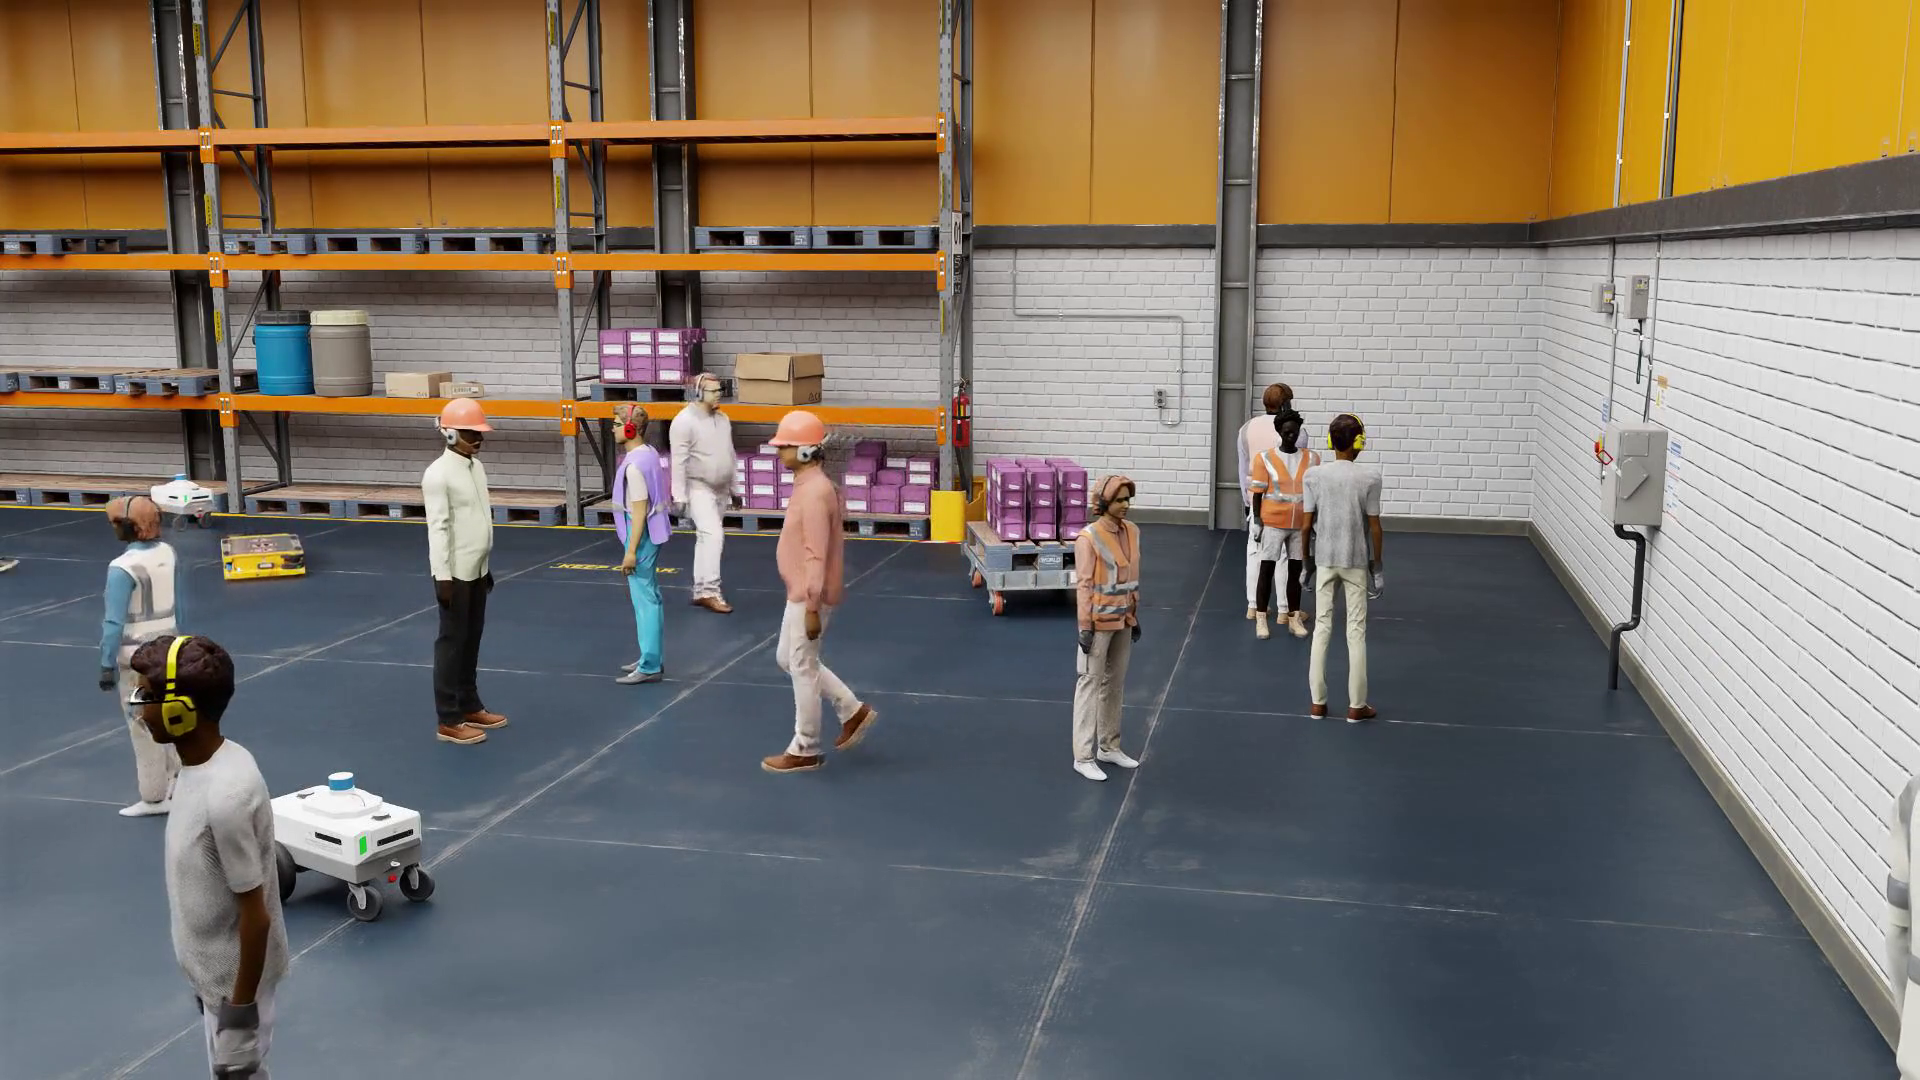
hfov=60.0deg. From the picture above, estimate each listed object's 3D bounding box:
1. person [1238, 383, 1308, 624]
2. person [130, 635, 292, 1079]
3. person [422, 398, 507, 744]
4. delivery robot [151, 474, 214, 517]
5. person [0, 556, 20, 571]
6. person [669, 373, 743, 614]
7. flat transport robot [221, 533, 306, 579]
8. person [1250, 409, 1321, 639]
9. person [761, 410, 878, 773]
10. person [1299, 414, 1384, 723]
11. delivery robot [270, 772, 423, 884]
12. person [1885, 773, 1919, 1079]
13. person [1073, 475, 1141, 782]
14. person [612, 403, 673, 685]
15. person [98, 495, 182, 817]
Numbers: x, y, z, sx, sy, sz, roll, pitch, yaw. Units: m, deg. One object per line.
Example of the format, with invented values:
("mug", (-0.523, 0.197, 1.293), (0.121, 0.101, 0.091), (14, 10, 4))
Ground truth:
("person", (2.427, -0.281, 12.751), (0.429, 1.846, 0.625), (-9, 13, -43))
("person", (-1.876, 1.149, 4.228), (0.327, 1.865, 0.514), (-6, 11, -30))
("person", (-2.867, 0.168, 9.650), (0.399, 1.989, 0.623), (1, 10, 8))
("delivery robot", (-8.060, -0.442, 17.240), (0.707, 0.478, 0.477), (7, 12, 35))
("person", (-8.731, -0.666, 14.718), (0.774, 1.941, 0.638), (-2, 10, -10))
("person", (-1.907, -0.368, 13.114), (0.657, 1.887, 0.673), (5, 11, 27))
("flat transport robot", (-6.289, 0.128, 14.977), (0.652, 0.197, 1.431), (-4, 10, -24))
("person", (2.388, -0.115, 12.204), (0.542, 1.695, 0.316), (-2, 10, -10))
("person", (-0.787, 0.284, 8.987), (0.539, 1.983, 0.634), (-1, 10, -8))
("person", (2.301, 0.169, 10.030), (0.521, 1.865, 0.328), (5, 11, 26))
("delivery robot", (-2.668, 1.252, 7.207), (0.707, 0.478, 0.477), (6, 12, 33))
("person", (2.231, 1.175, 3.569), (0.391, 2.034, 0.605), (0, 10, 0))
("person", (0.798, 0.461, 8.962), (0.310, 1.638, 0.523), (8, 12, 40))
("person", (-2.090, 0.028, 10.922), (0.388, 1.843, 0.563), (0, 10, -2))
("person", (-4.068, 0.581, 8.264), (0.365, 1.626, 0.546), (0, 10, 3))
